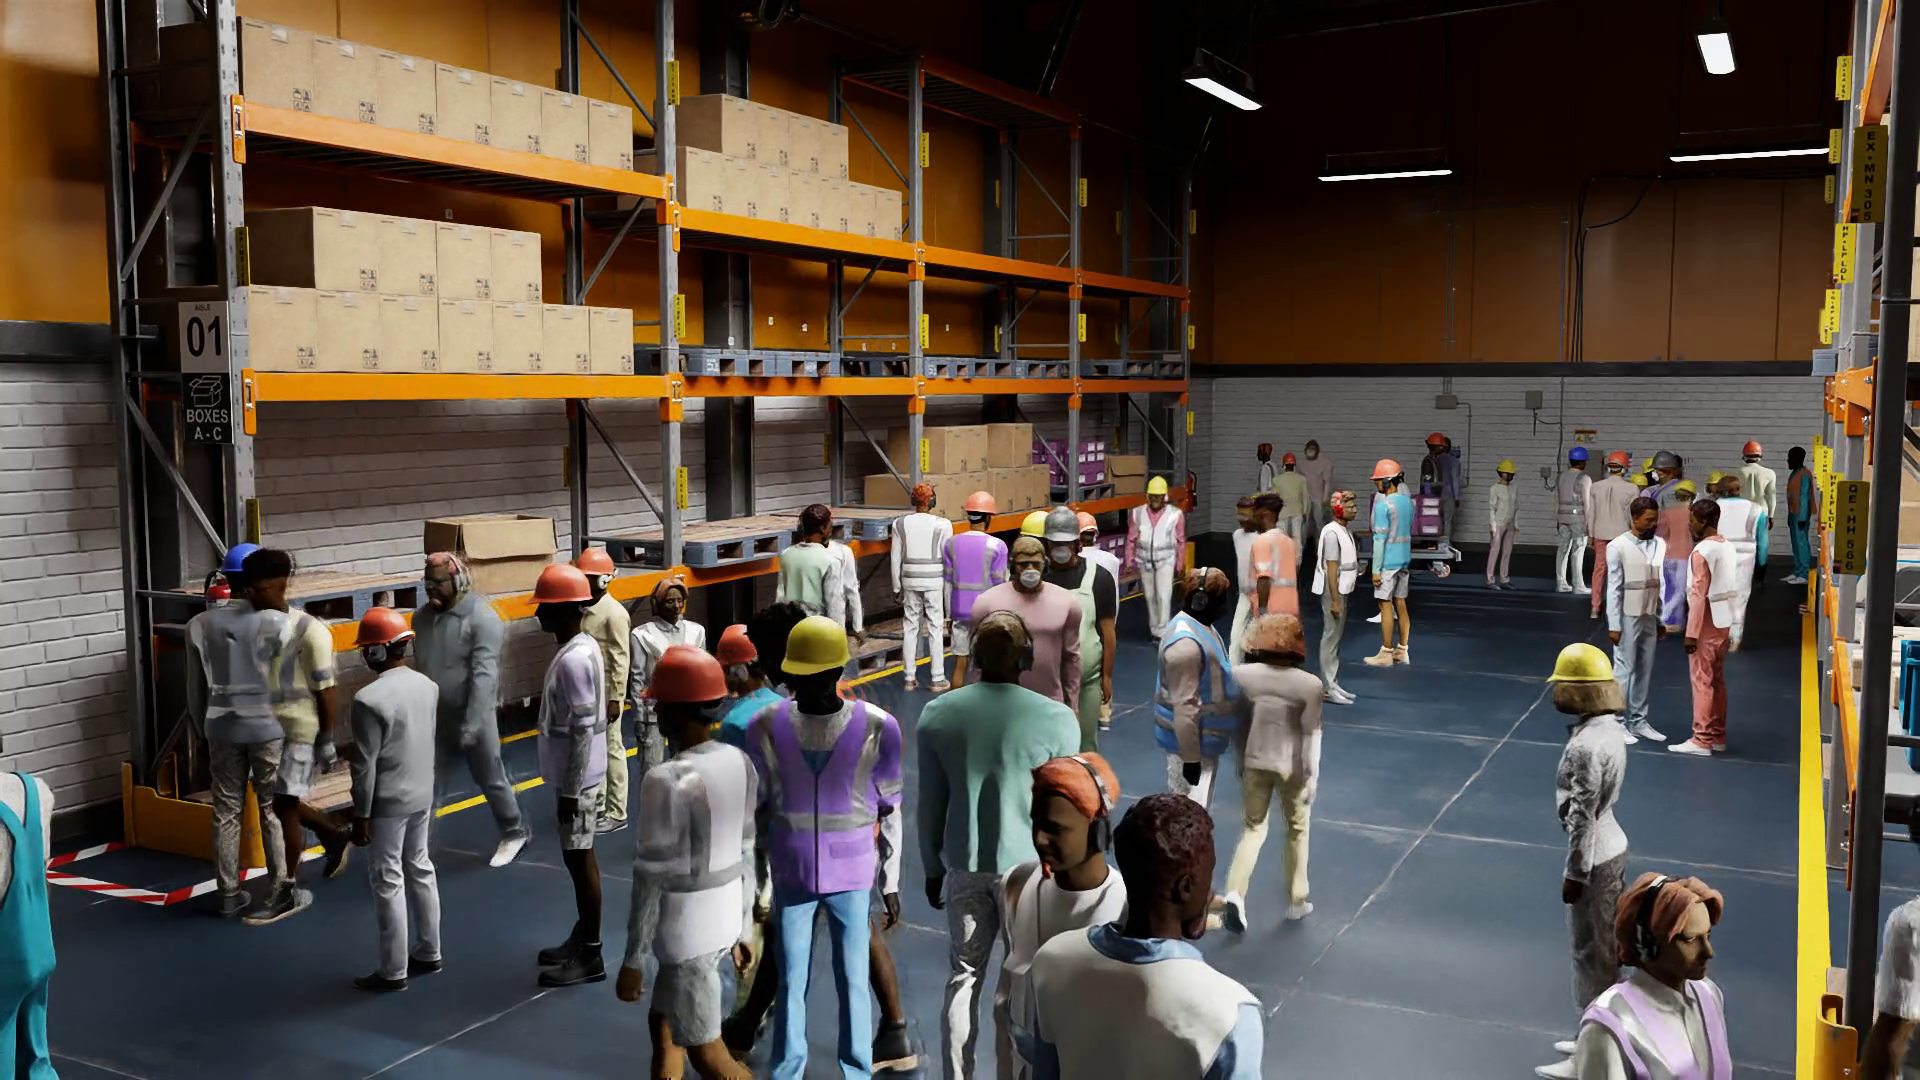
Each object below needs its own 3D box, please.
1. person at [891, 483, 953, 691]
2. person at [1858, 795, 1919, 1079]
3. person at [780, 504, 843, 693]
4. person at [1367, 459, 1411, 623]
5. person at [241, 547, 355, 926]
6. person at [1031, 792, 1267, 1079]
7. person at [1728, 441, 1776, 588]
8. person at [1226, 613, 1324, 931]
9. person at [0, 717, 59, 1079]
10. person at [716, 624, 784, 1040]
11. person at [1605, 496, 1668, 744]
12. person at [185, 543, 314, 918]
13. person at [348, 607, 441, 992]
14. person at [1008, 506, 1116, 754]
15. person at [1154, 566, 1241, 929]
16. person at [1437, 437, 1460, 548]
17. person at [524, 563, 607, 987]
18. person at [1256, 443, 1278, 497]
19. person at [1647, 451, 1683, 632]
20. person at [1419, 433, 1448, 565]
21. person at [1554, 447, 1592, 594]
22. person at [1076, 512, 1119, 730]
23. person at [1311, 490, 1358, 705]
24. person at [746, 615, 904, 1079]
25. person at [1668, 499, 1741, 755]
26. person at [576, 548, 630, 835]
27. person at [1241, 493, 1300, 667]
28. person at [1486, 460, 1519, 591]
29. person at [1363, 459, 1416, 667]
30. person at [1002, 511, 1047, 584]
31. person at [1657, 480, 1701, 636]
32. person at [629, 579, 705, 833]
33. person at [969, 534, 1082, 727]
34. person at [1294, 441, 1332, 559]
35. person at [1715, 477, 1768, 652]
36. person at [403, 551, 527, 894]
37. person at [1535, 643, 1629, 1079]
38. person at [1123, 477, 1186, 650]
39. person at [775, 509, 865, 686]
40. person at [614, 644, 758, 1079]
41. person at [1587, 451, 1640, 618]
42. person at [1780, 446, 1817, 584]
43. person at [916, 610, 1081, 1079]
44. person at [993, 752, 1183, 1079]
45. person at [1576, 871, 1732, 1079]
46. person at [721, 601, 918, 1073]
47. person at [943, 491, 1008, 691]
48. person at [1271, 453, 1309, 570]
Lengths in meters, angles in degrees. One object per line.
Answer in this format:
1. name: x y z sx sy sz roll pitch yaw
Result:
1. person: -0.329 0.423 14.960 0.587 1.882 0.342 1 5 12
2. person: 2.453 1.465 4.115 0.550 1.820 0.602 -3 6 -27
3. person: -1.059 0.698 11.849 0.589 1.913 0.394 5 7 44
4. person: 4.956 0.011 19.275 0.410 1.909 0.643 4 7 36
5. person: -3.481 0.977 8.726 0.621 1.938 0.782 3 6 26
6. person: 0.380 1.476 3.452 0.389 1.918 0.590 -5 7 -42
7. person: 10.706 -0.337 22.528 0.622 1.997 0.371 2 6 19
8. person: 1.574 1.173 8.402 0.498 1.612 0.689 3 6 31
9. person: -2.963 1.364 5.075 0.344 1.839 0.505 0 5 2
10. person: -0.903 1.227 7.096 0.354 1.737 0.573 2 6 16
11. person: 5.203 0.612 12.828 0.598 1.908 0.410 -3 6 -29
12. person: -3.668 0.987 8.605 0.604 1.938 0.402 0 5 2
13. person: -2.614 1.175 7.631 0.345 1.744 0.557 1 5 14
14. person: 0.609 0.794 10.134 0.681 2.000 0.535 1 5 6
15. person: 1.219 1.048 8.531 0.429 1.836 0.632 2 6 16
16. person: 7.705 -0.680 26.543 0.371 1.940 0.627 -4 7 -38
17. person: -1.813 1.072 7.683 0.356 1.937 0.552 -1 5 -13
18. person: 4.710 -0.548 25.488 0.353 1.877 0.572 2 6 21
19. person: 7.865 0.005 18.619 0.536 2.000 0.684 2 6 17
20. person: 7.219 -0.620 25.365 0.404 2.037 0.605 3 6 27
21. person: 8.121 -0.261 21.973 0.406 1.945 0.613 -2 6 -24
22. person: 0.990 0.650 13.222 0.573 1.746 0.346 -2 6 -25
23. person: 3.254 0.491 14.421 0.390 1.848 0.563 2 6 20
24. person: -0.505 1.225 6.105 0.591 1.923 0.381 0 5 4
25. person: 5.589 0.650 12.412 0.405 1.909 0.597 5 7 43
26. person: -2.247 0.921 10.269 0.323 1.755 0.565 -5 7 -42
27. person: 2.440 0.582 13.179 0.660 1.898 0.854 -5 7 -44
28. person: 7.299 -0.196 22.299 0.518 1.757 0.337 -3 6 -31
29. person: 4.189 0.229 16.273 0.606 2.035 0.404 -5 7 -44
30. person: 0.501 0.766 11.102 0.391 1.920 0.587 -3 6 -30
31. person: 7.756 0.217 18.009 0.719 1.732 0.565 -3 6 -28
32. person: -1.689 1.036 9.660 0.514 1.641 0.307 -5 7 -43
33. person: 0.368 0.929 9.230 0.635 1.936 0.355 -1 5 -9
34. person: 5.586 -0.639 26.415 0.623 1.873 1.043 3 6 27
35. person: 8.099 0.238 17.418 0.655 1.789 0.923 2 6 23
36. person: -2.784 0.975 9.222 0.630 1.857 1.034 2 6 20
37. person: 2.483 1.275 6.629 0.330 1.731 0.490 3 6 30
38. person: 2.014 0.249 17.346 0.608 1.786 0.908 2 6 20
39. person: -1.062 0.668 12.463 0.647 1.851 0.801 0 5 5
40. person: -0.841 1.293 5.530 0.950 1.909 0.548 2 6 19
41. person: 7.679 -0.049 19.510 0.618 1.986 0.408 5 7 43
42. person: 11.661 -0.342 23.094 0.397 1.910 0.587 1 5 11
43. person: 0.146 1.221 6.142 0.633 1.931 0.365 2 6 21
44. person: 0.304 1.442 4.072 0.344 1.877 0.573 -5 7 -42
45. person: 1.601 1.575 3.857 0.511 1.641 0.309 -4 7 -39
46. person: -0.620 1.188 6.632 1.000 1.896 0.619 1 5 14
47. person: 0.141 0.580 13.076 0.548 1.925 0.392 3 6 25
48. person: 4.893 -0.421 24.708 0.562 1.756 0.318 0 5 2
